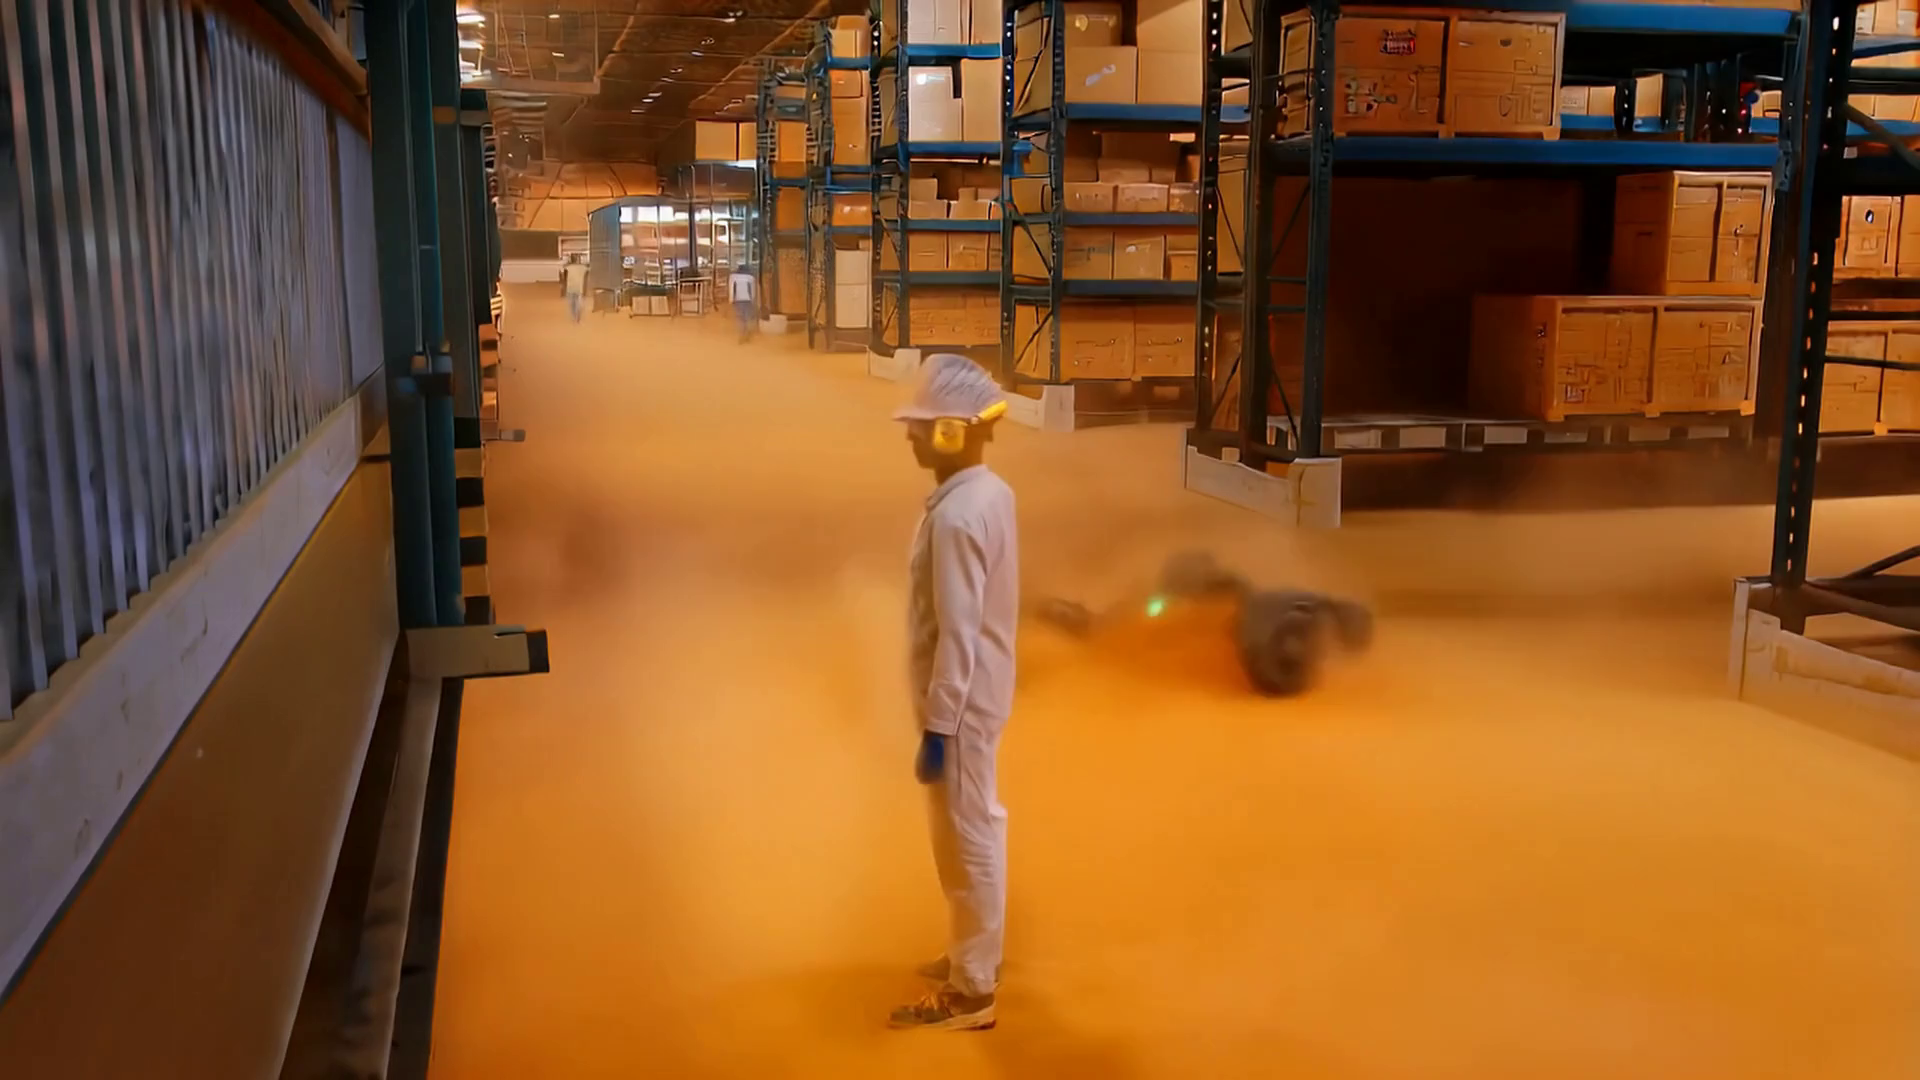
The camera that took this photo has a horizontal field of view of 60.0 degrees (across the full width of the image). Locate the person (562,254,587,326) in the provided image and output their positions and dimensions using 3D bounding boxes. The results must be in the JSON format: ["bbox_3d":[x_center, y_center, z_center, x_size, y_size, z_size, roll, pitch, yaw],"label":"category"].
[{"bbox_3d":[-9.709,-6.294,42.007,0.627,1.823,0.782,-10,14,-43],"label":"person"}]

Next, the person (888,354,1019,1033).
[{"bbox_3d":[-0.021,0.397,4.316,0.330,1.751,0.563,1,10,8],"label":"person"}]

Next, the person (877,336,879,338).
[{"bbox_3d":[-1.541,-5.409,36.759,0.665,1.912,0.543,-2,10,-9],"label":"person"}]

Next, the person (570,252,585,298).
[{"bbox_3d":[-14.399,-9.953,62.725,0.575,1.827,0.569,0,10,-1],"label":"person"}]

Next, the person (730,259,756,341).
[{"bbox_3d":[-4.669,-5.135,35.623,0.547,1.747,0.591,-3,11,-19],"label":"person"}]
